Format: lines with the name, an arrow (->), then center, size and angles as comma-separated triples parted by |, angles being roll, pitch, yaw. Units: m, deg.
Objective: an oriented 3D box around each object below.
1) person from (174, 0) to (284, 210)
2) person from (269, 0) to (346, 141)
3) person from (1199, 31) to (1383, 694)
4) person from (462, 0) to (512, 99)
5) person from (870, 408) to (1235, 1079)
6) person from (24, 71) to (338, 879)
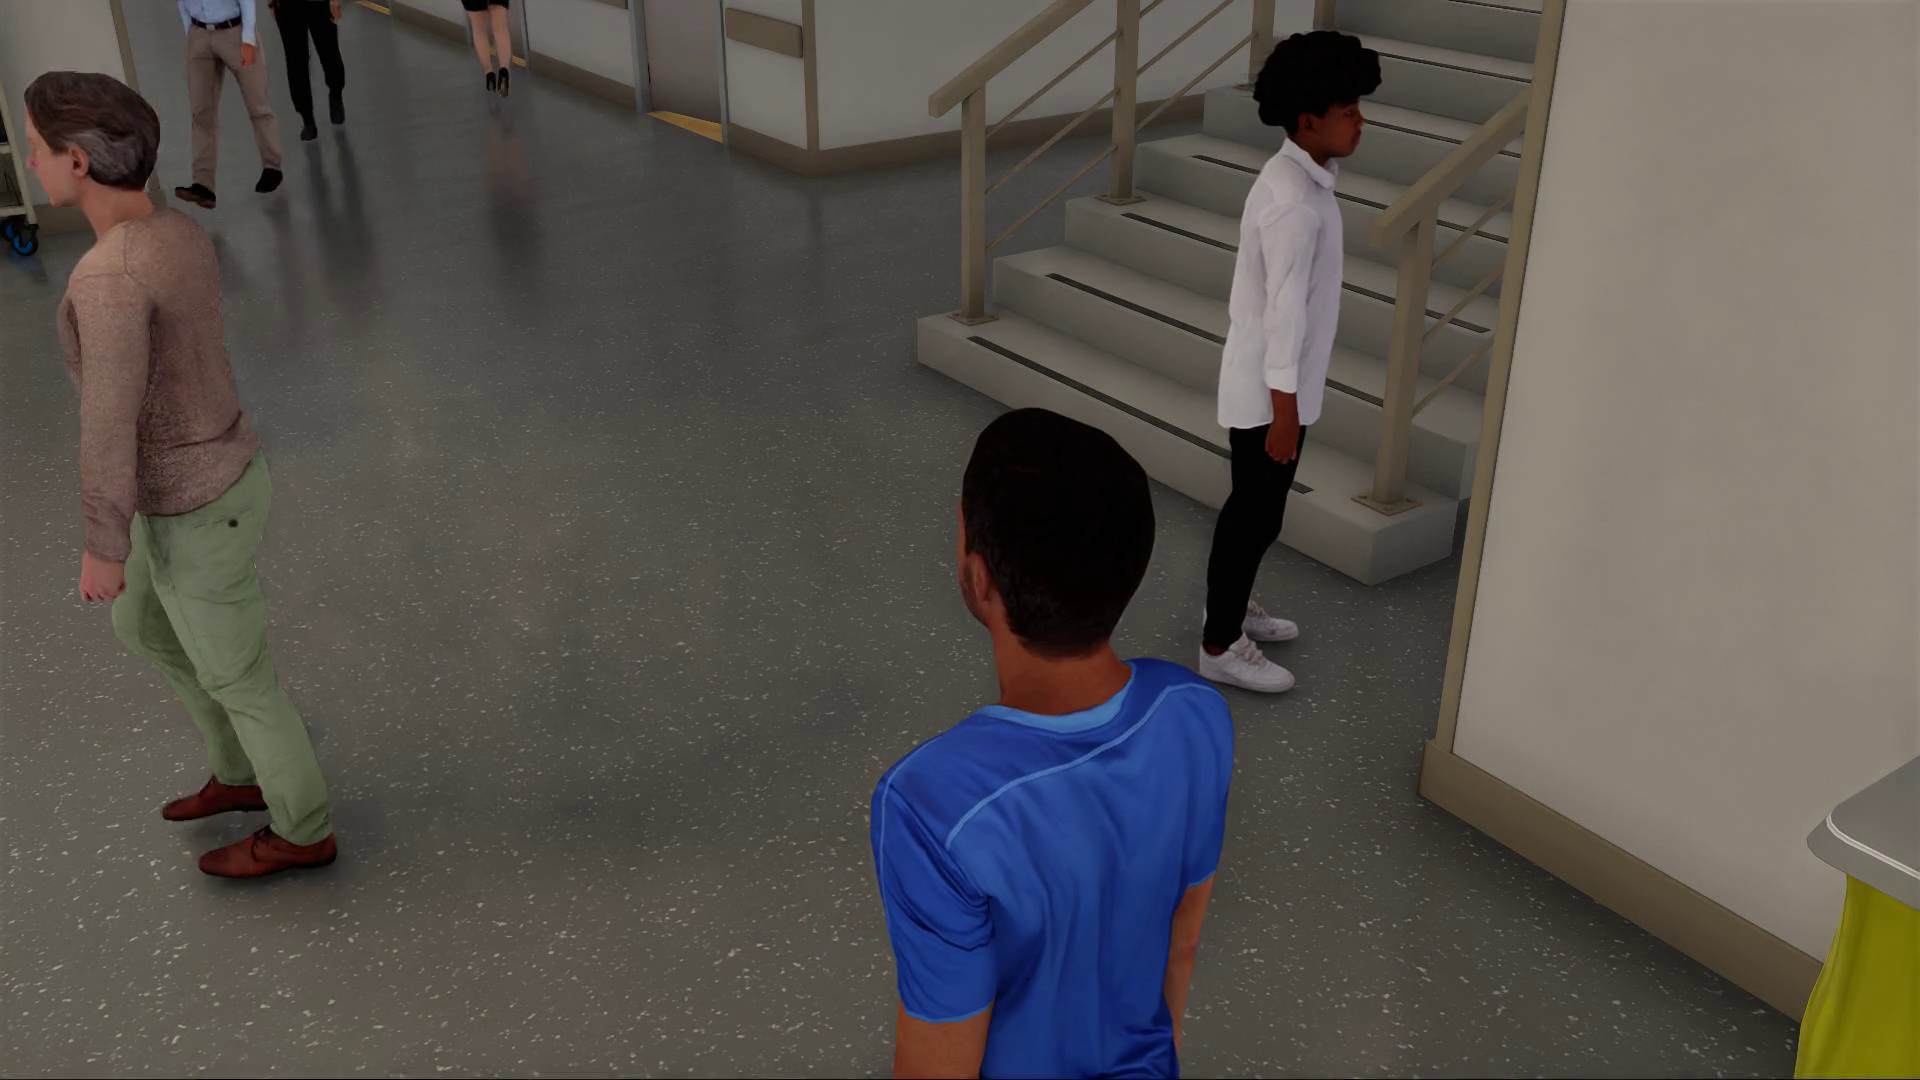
person -> -4.111, -2.816, 9.419 | 1.205, 1.794, 1.187 | 1, 26, 3
person -> -4.371, -3.606, 11.122 | 1.118, 1.737, 0.909 | -8, 27, -16
person -> 0.846, -0.454, 4.510 | 0.793, 1.802, 0.722 | 6, 26, 12
person -> -3.436, -4.003, 12.036 | 1.038, 1.659, 0.818 | -9, 27, -18
person -> 0.103, 0.737, 1.965 | 0.499, 1.869, 0.678 | -19, 32, -34
person -> -1.581, -0.063, 3.636 | 0.805, 1.858, 0.786 | -5, 26, -11
